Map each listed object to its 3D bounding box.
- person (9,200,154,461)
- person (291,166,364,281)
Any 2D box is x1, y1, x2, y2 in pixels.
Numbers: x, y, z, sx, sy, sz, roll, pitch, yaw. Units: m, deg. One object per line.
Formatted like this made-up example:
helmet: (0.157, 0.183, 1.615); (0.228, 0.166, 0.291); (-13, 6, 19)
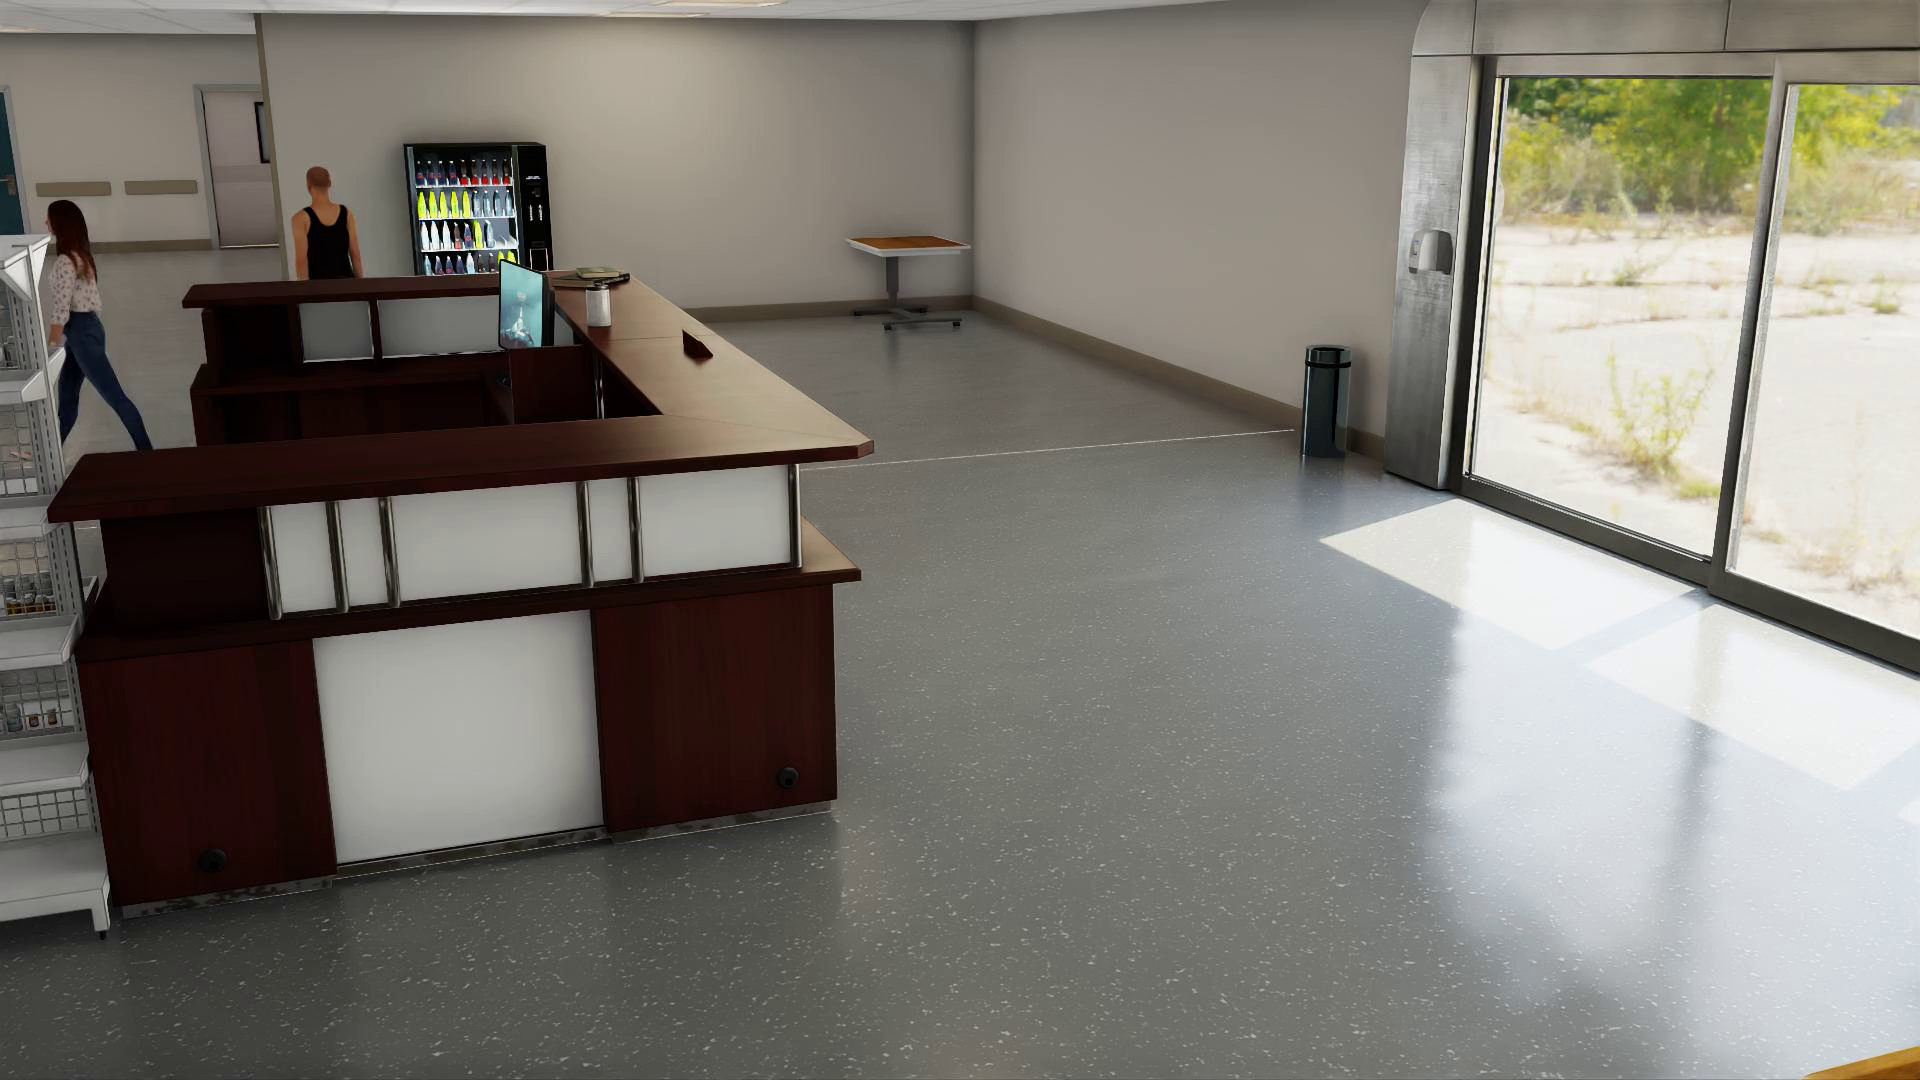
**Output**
person: (-5.389, -1.240, 10.432); (1.055, 1.690, 0.582); (-6, 17, -20)
person: (-4.635, -1.833, 12.389); (1.181, 1.770, 0.950); (-12, 20, -36)
